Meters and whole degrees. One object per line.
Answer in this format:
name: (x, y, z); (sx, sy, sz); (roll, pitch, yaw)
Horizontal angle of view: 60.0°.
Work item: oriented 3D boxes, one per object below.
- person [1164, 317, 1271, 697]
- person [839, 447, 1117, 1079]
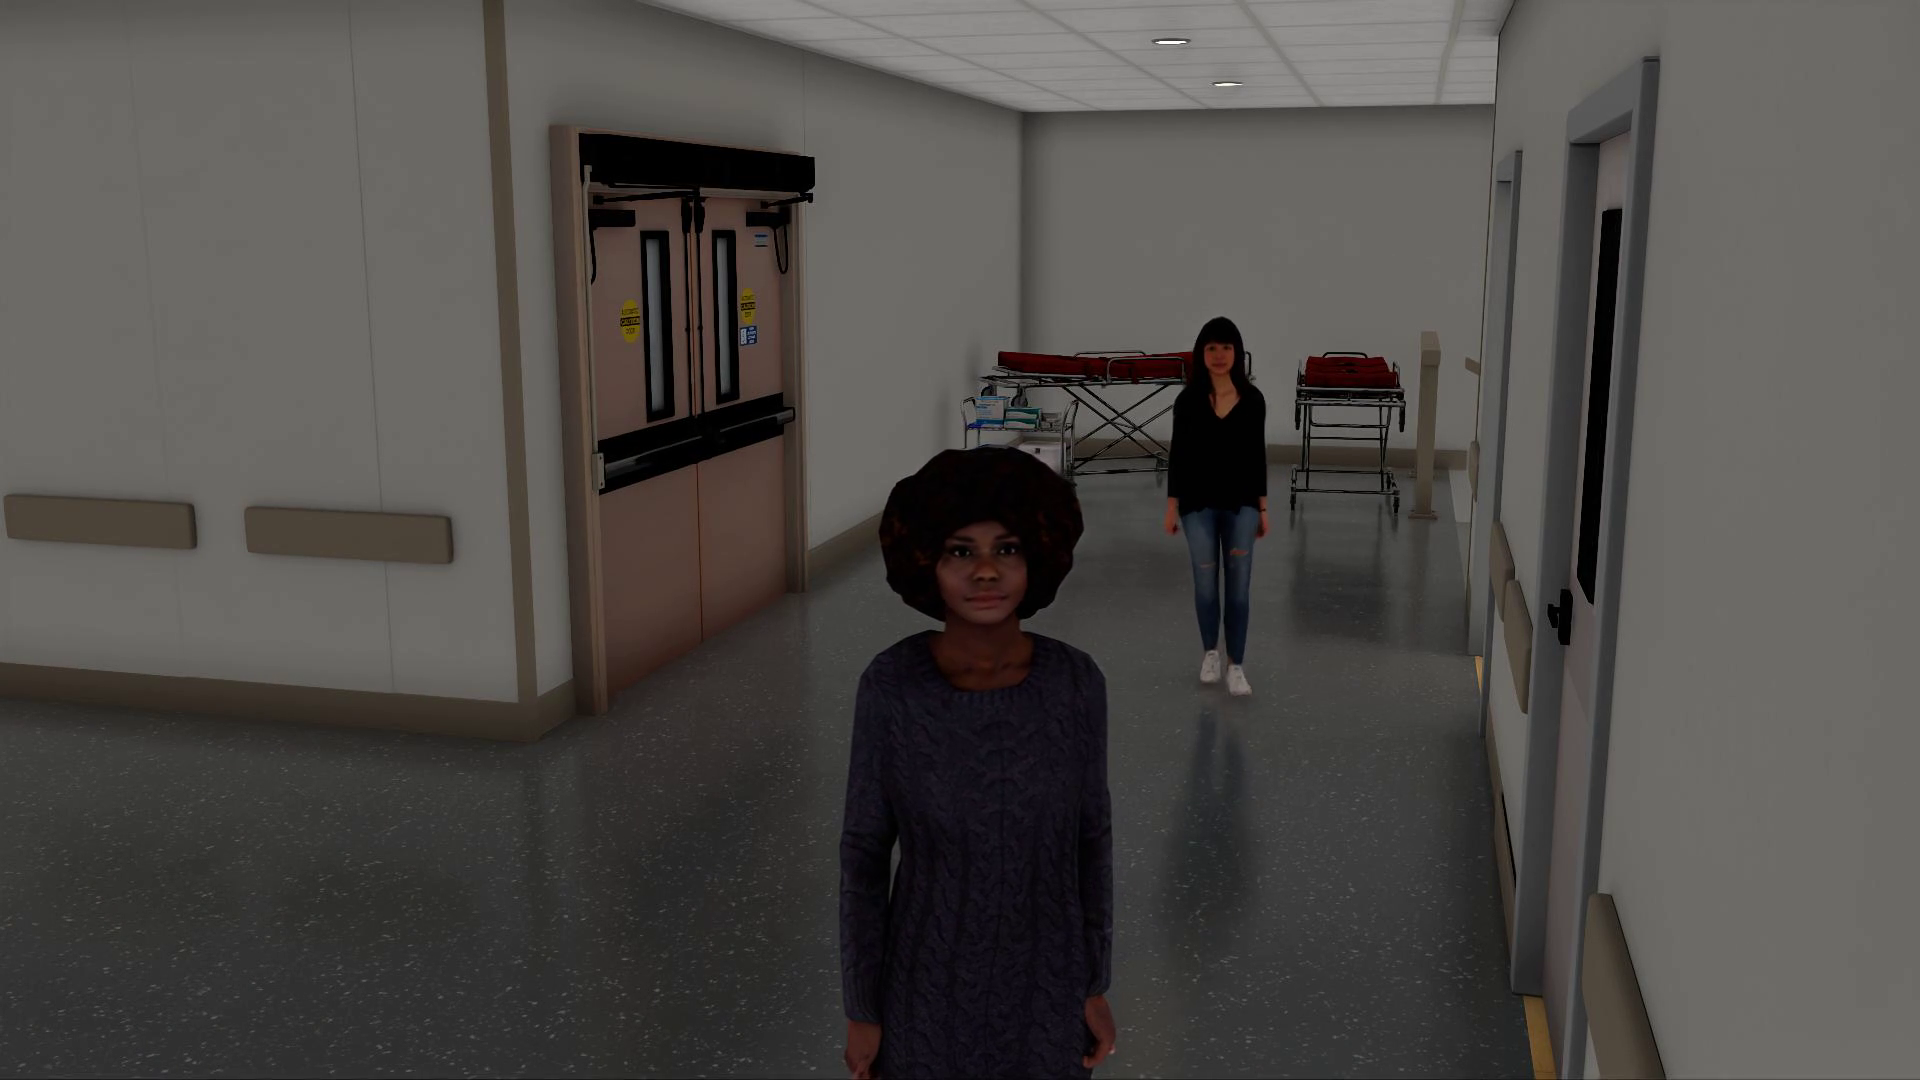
person: (1.145, -0.161, 7.349); (0.669, 1.629, 0.846); (1, 11, 8)
person: (0.028, 0.703, 2.576); (0.655, 1.711, 0.653); (-2, 11, -10)
